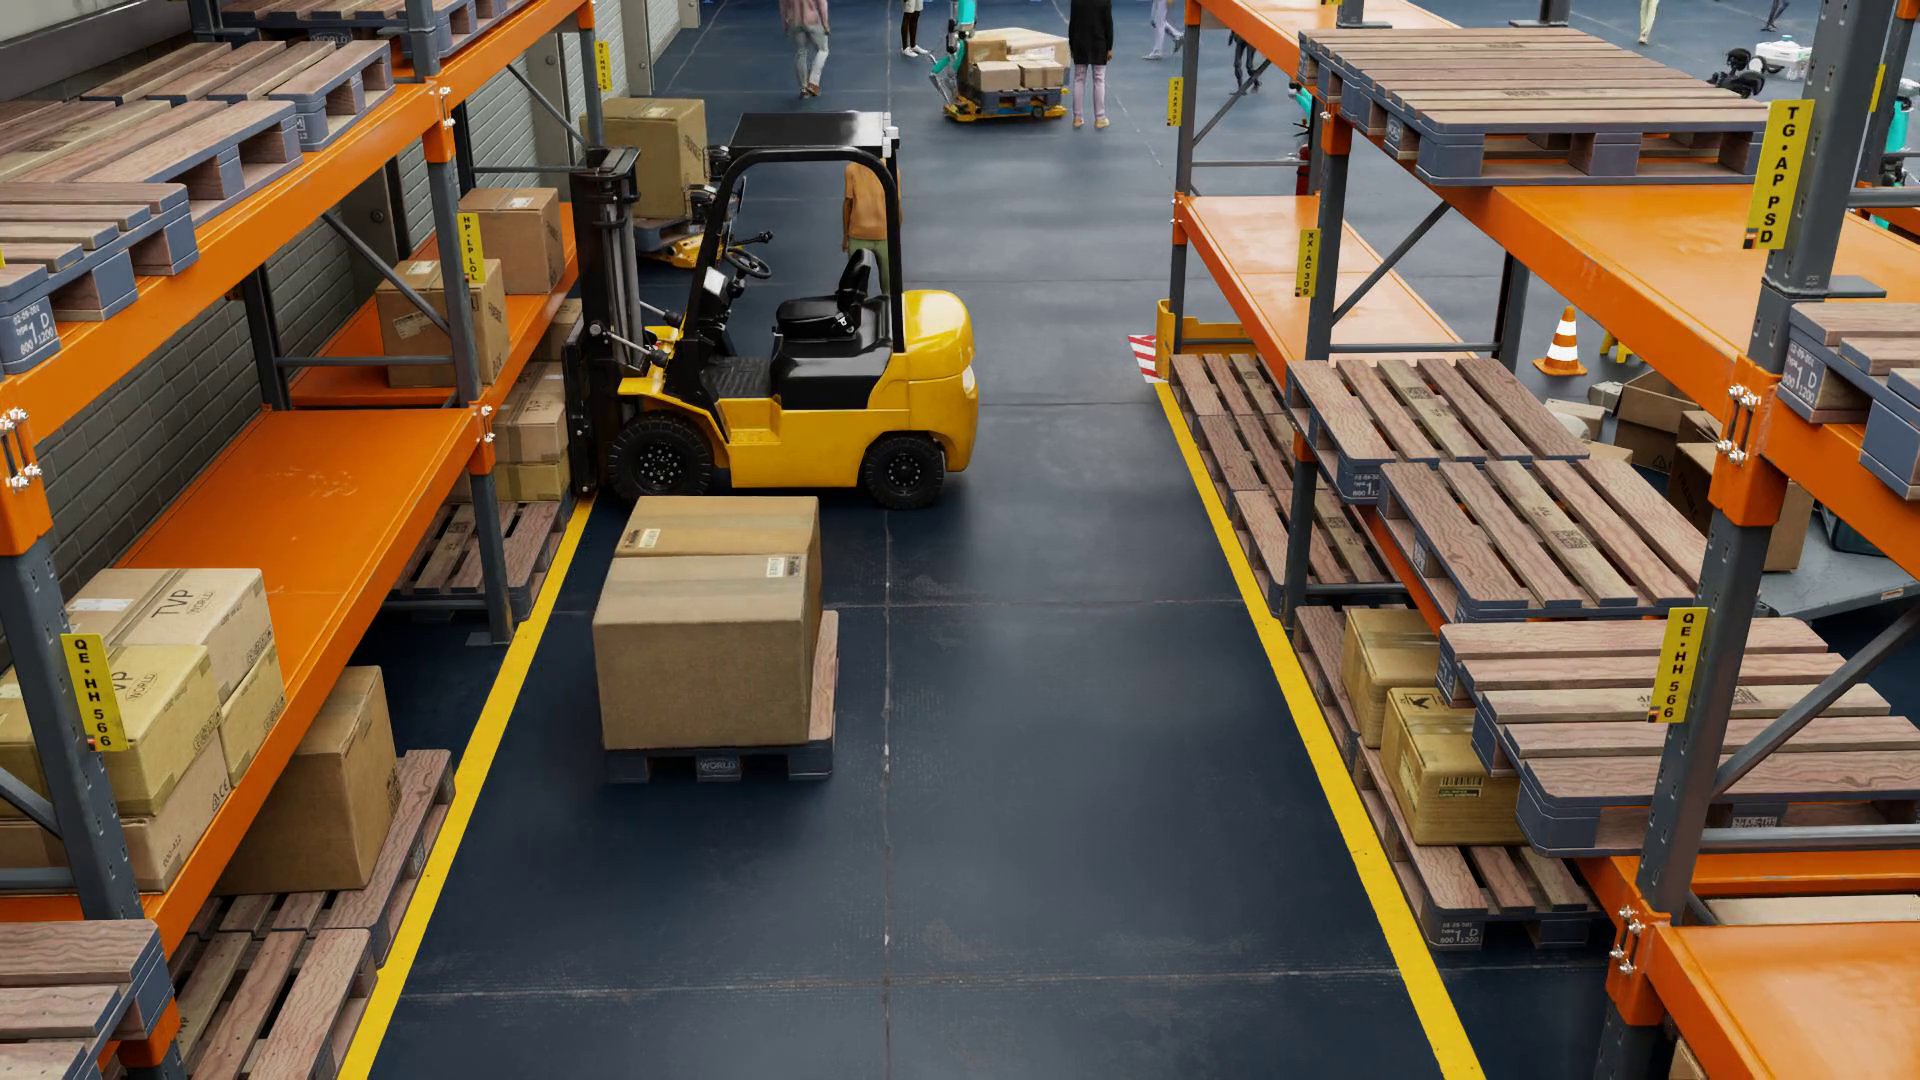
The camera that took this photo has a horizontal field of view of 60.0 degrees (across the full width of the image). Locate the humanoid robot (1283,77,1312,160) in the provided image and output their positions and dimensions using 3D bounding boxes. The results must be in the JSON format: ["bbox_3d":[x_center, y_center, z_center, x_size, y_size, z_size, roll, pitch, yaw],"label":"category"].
[{"bbox_3d":[3.833,-5.028,18.198,0.708,1.760,0.532,6,26,12],"label":"humanoid robot"}]

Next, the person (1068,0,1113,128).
[{"bbox_3d":[1.563,-5.886,19.910,0.543,1.854,0.404,8,27,17],"label":"person"}]

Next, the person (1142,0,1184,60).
[{"bbox_3d":[3.029,-7.987,24.396,0.611,1.828,0.565,-6,26,-12],"label":"person"}]

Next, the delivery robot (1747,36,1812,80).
[{"bbox_3d":[11.473,-6.738,23.245,0.499,0.601,0.772,-16,29,-30],"label":"delivery robot"}]

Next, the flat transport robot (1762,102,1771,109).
[{"bbox_3d":[8.664,-3.979,17.730,0.659,0.231,1.431,17,30,32],"label":"flat transport robot"}]

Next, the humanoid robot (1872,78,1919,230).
[{"bbox_3d":[7.732,-2.800,13.571,0.748,1.832,0.538,22,33,39],"label":"humanoid robot"}]

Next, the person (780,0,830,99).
[{"bbox_3d":[-1.995,-6.671,21.483,0.683,1.927,0.476,8,26,17],"label":"person"}]

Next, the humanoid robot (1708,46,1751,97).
[{"bbox_3d":[7.259,-3.877,15.896,0.690,1.631,0.609,-9,27,-18],"label":"humanoid robot"}]

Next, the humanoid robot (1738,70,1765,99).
[{"bbox_3d":[6.773,-3.338,14.743,0.550,1.640,0.615,1,25,3],"label":"humanoid robot"}]

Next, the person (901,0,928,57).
[{"bbox_3d":[-0.708,-8.179,24.714,0.362,1.898,0.556,13,28,25],"label":"person"}]

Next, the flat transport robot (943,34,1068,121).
[{"bbox_3d":[0.561,-5.409,20.759,1.431,0.231,0.659,-7,26,-15],"label":"flat transport robot"}]

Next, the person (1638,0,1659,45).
[{"bbox_3d":[10.641,-8.594,25.641,0.569,1.856,0.911,16,30,31],"label":"person"}]

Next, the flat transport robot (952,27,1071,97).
[{"bbox_3d":[0.670,-5.917,21.834,1.431,0.231,0.659,-16,30,-30],"label":"flat transport robot"}]

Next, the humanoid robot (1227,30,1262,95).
[{"bbox_3d":[3.809,-6.689,21.850,0.488,1.643,0.610,-14,29,-28],"label":"humanoid robot"}]

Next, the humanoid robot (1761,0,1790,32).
[{"bbox_3d":[13.309,-9.094,26.898,0.344,1.650,0.602,13,28,25],"label":"humanoid robot"}]

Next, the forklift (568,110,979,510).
[{"bbox_3d":[-1.043,-1.379,9.976,2.313,2.155,1.214,-1,25,-2],"label":"forklift"}]

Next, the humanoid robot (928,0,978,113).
[{"bbox_3d":[-0.130,-6.114,20.545,0.671,1.817,0.540,16,30,30],"label":"humanoid robot"}]

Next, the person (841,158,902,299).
[{"bbox_3d":[-0.653,-2.225,12.318,0.455,1.717,0.351,3,25,7],"label":"person"}]

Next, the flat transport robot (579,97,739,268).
[{"bbox_3d":[-2.763,-2.716,15.056,1.431,0.231,0.659,15,29,29],"label":"flat transport robot"}]

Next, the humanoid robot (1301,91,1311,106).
[{"bbox_3d":[4.561,-6.343,21.080,0.330,1.654,0.587,23,34,39],"label":"humanoid robot"}]
